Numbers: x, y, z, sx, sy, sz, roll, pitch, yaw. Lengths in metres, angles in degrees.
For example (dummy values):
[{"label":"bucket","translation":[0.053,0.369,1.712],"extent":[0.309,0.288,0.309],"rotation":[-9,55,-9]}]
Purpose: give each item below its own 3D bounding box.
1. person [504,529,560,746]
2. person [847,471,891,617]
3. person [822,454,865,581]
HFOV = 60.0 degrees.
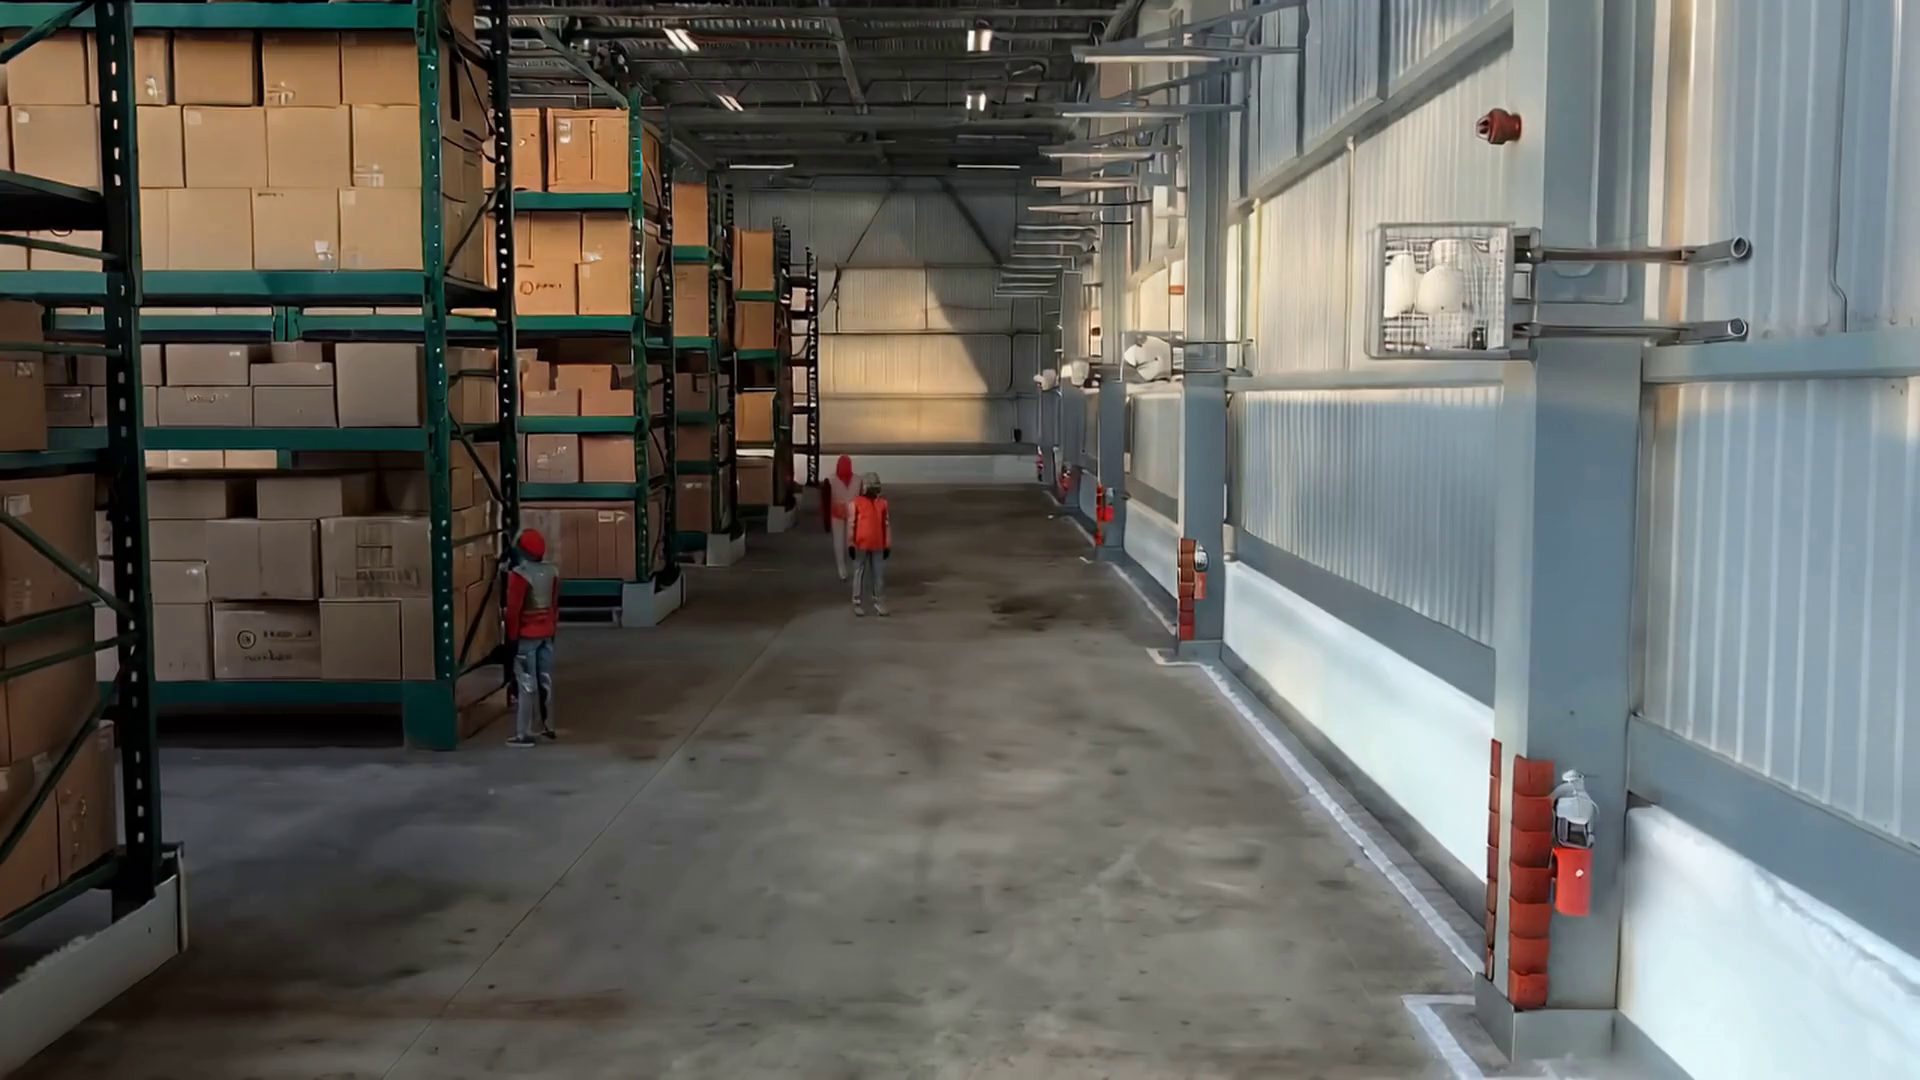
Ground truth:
[{"label":"person","translation":[-3.221,0.733,12.578],"extent":[0.318,1.631,0.524],"rotation":[3,6,30]},{"label":"person","translation":[-1.074,0.052,19.851],"extent":[0.567,1.744,0.352],"rotation":[-3,6,-30]},{"label":"person","translation":[-1.635,-0.317,23.670],"extent":[0.660,1.825,0.463],"rotation":[-2,5,-21]}]
